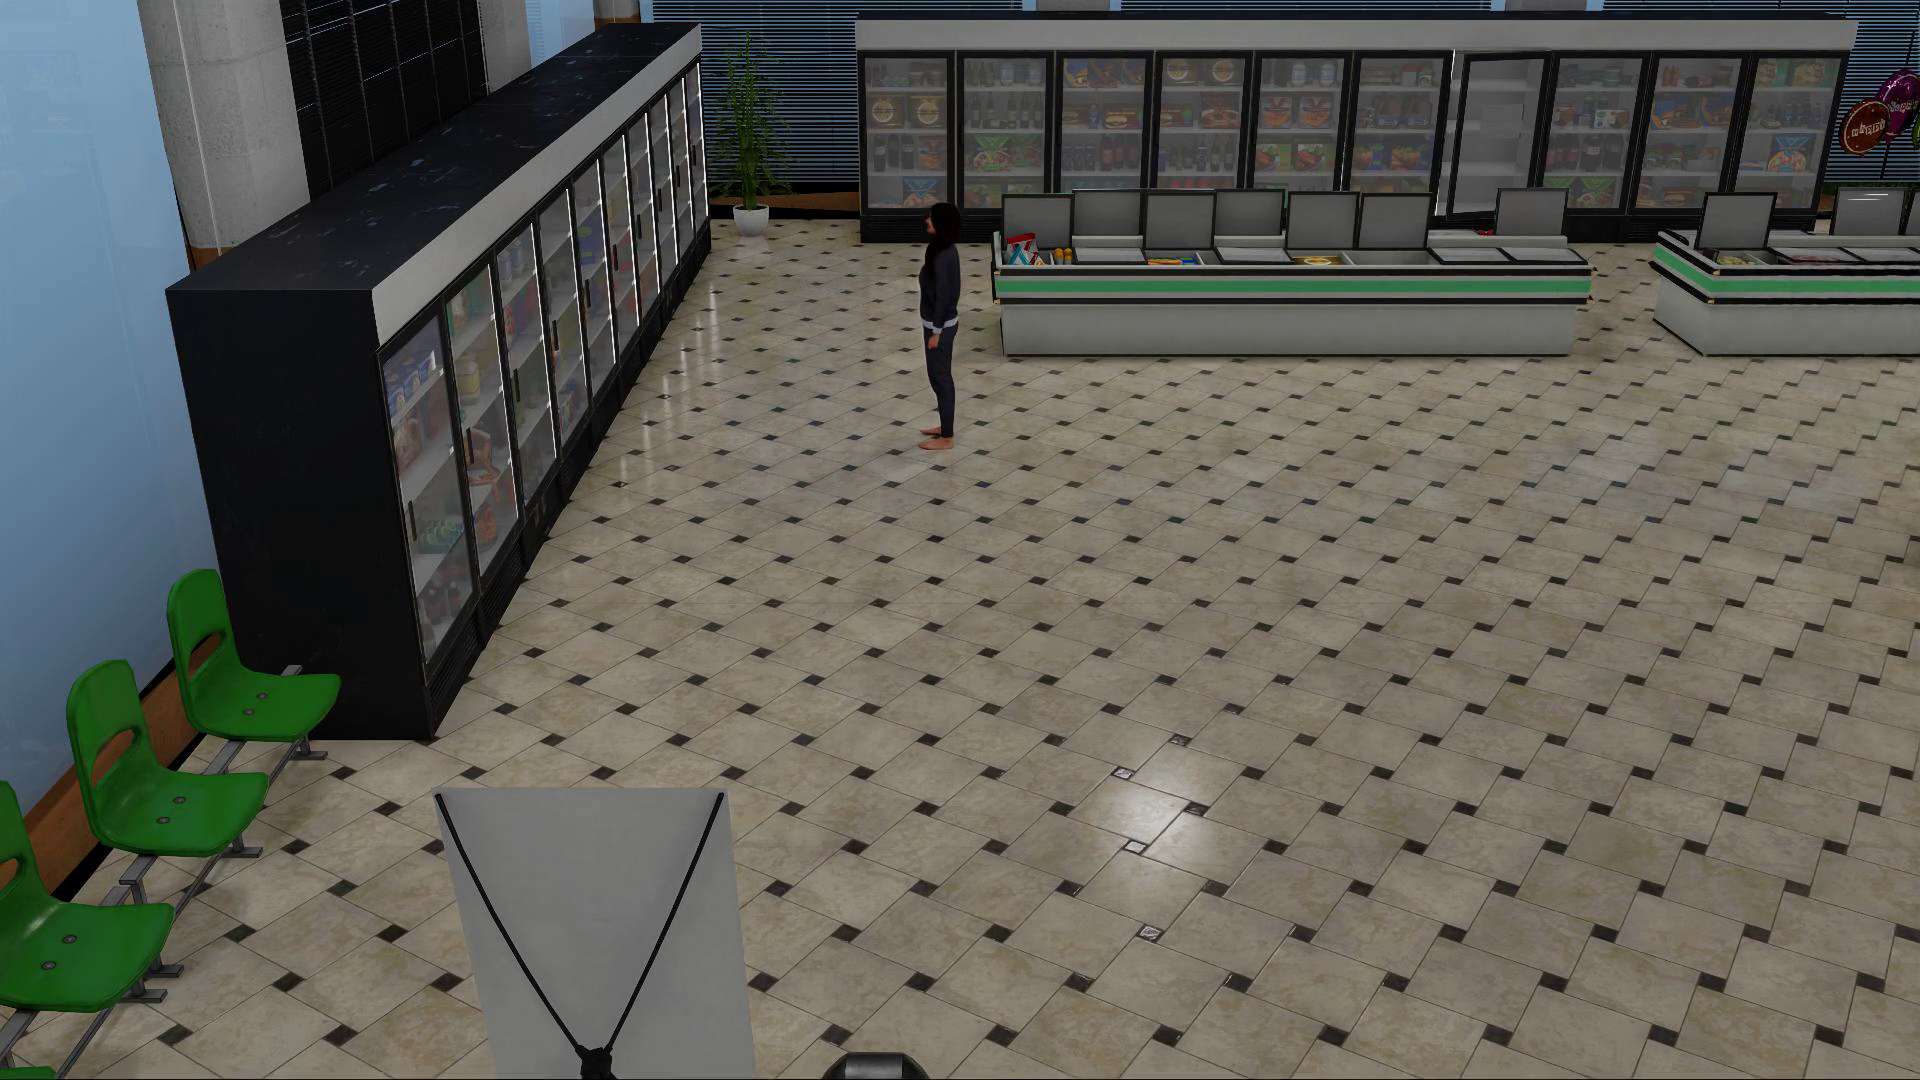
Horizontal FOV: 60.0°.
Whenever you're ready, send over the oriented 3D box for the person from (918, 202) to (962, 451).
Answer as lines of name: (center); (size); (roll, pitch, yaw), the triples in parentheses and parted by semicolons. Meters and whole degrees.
person: (-0.135, -1.534, 11.861); (0.534, 1.770, 0.614); (1, 24, 2)
